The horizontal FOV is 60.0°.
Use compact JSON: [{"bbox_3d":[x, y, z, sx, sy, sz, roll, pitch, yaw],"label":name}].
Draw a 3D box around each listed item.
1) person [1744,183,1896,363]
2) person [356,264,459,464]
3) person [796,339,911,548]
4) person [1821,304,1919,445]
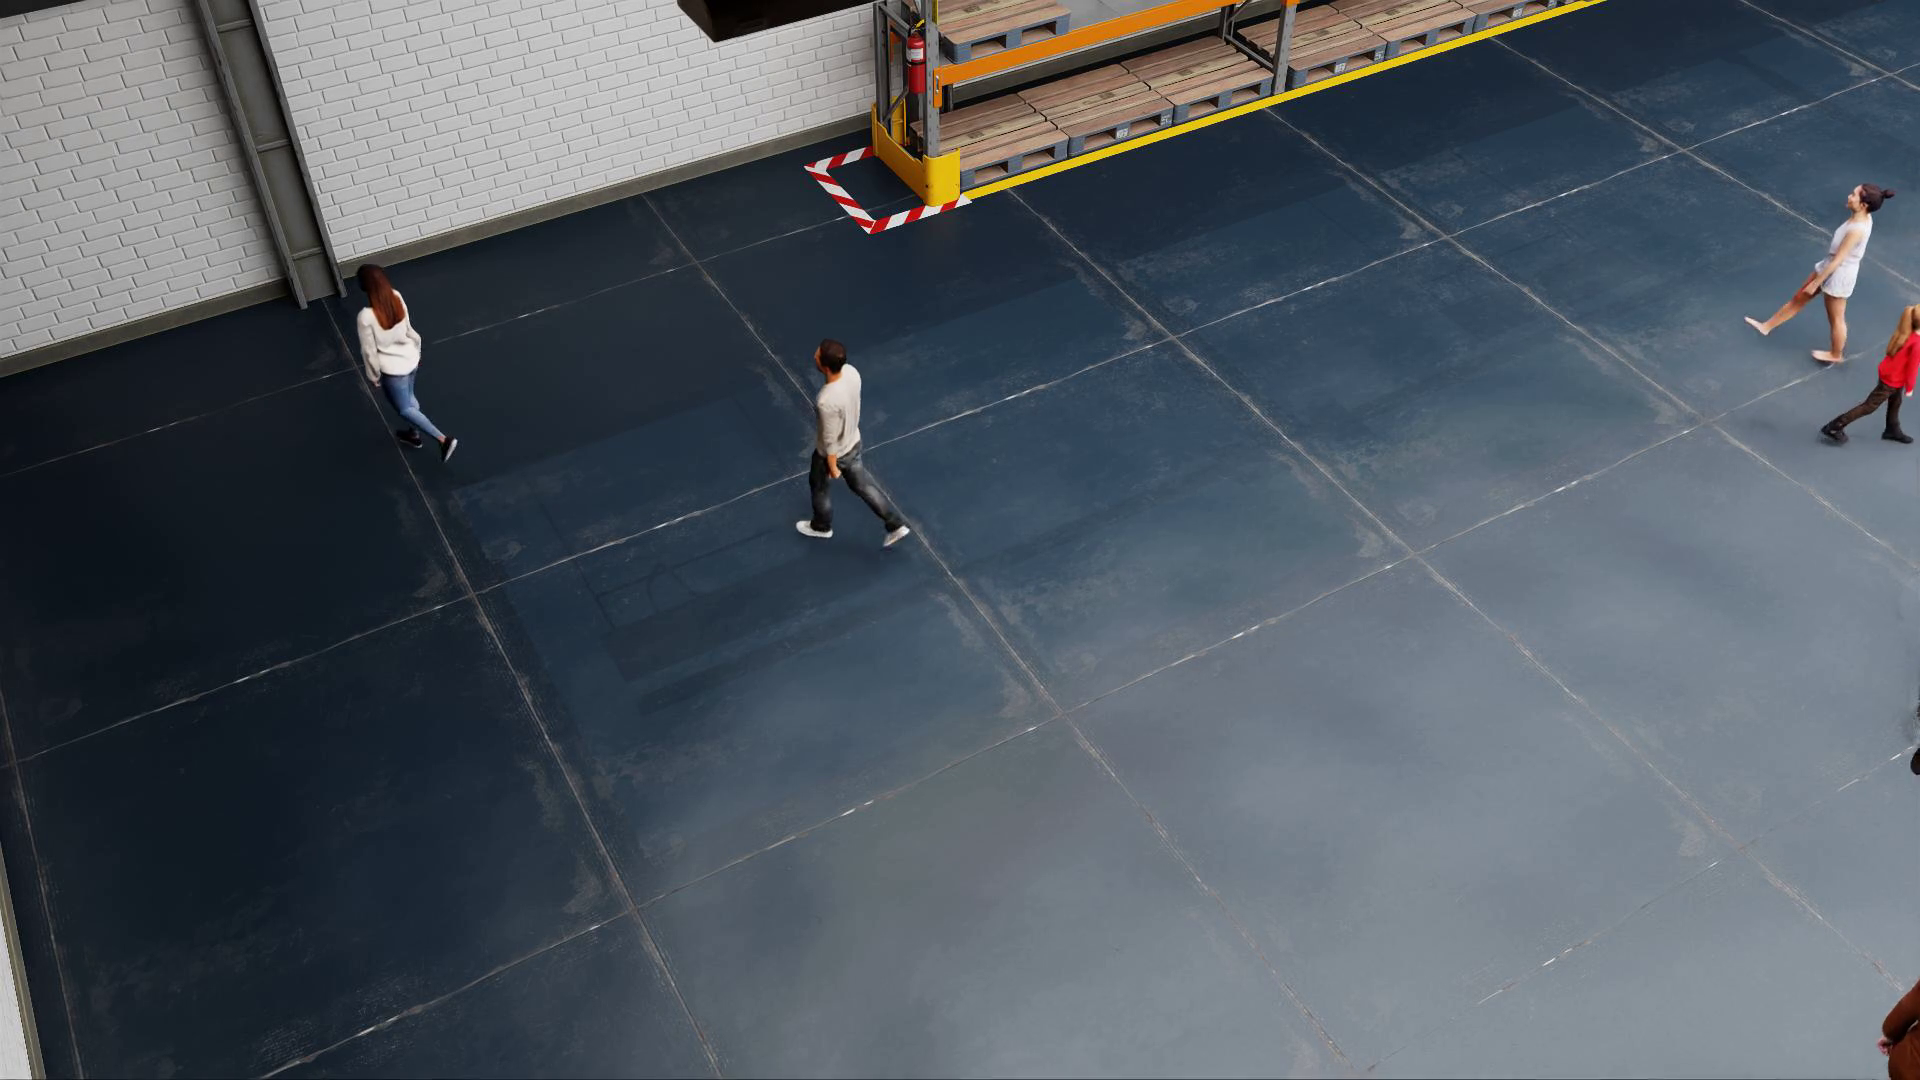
[{"bbox_3d":[6.984,-2.056,13.088,1.002,1.570,1.044,19,47,19],"label":"person"},{"bbox_3d":[-4.058,-1.256,12.171,0.980,1.677,1.016,22,48,21],"label":"person"},{"bbox_3d":[-0.744,-0.626,11.434,1.094,1.781,1.133,19,47,18],"label":"person"},{"bbox_3d":[6.915,-1.213,12.435,0.955,1.251,0.875,8,44,9],"label":"person"}]
